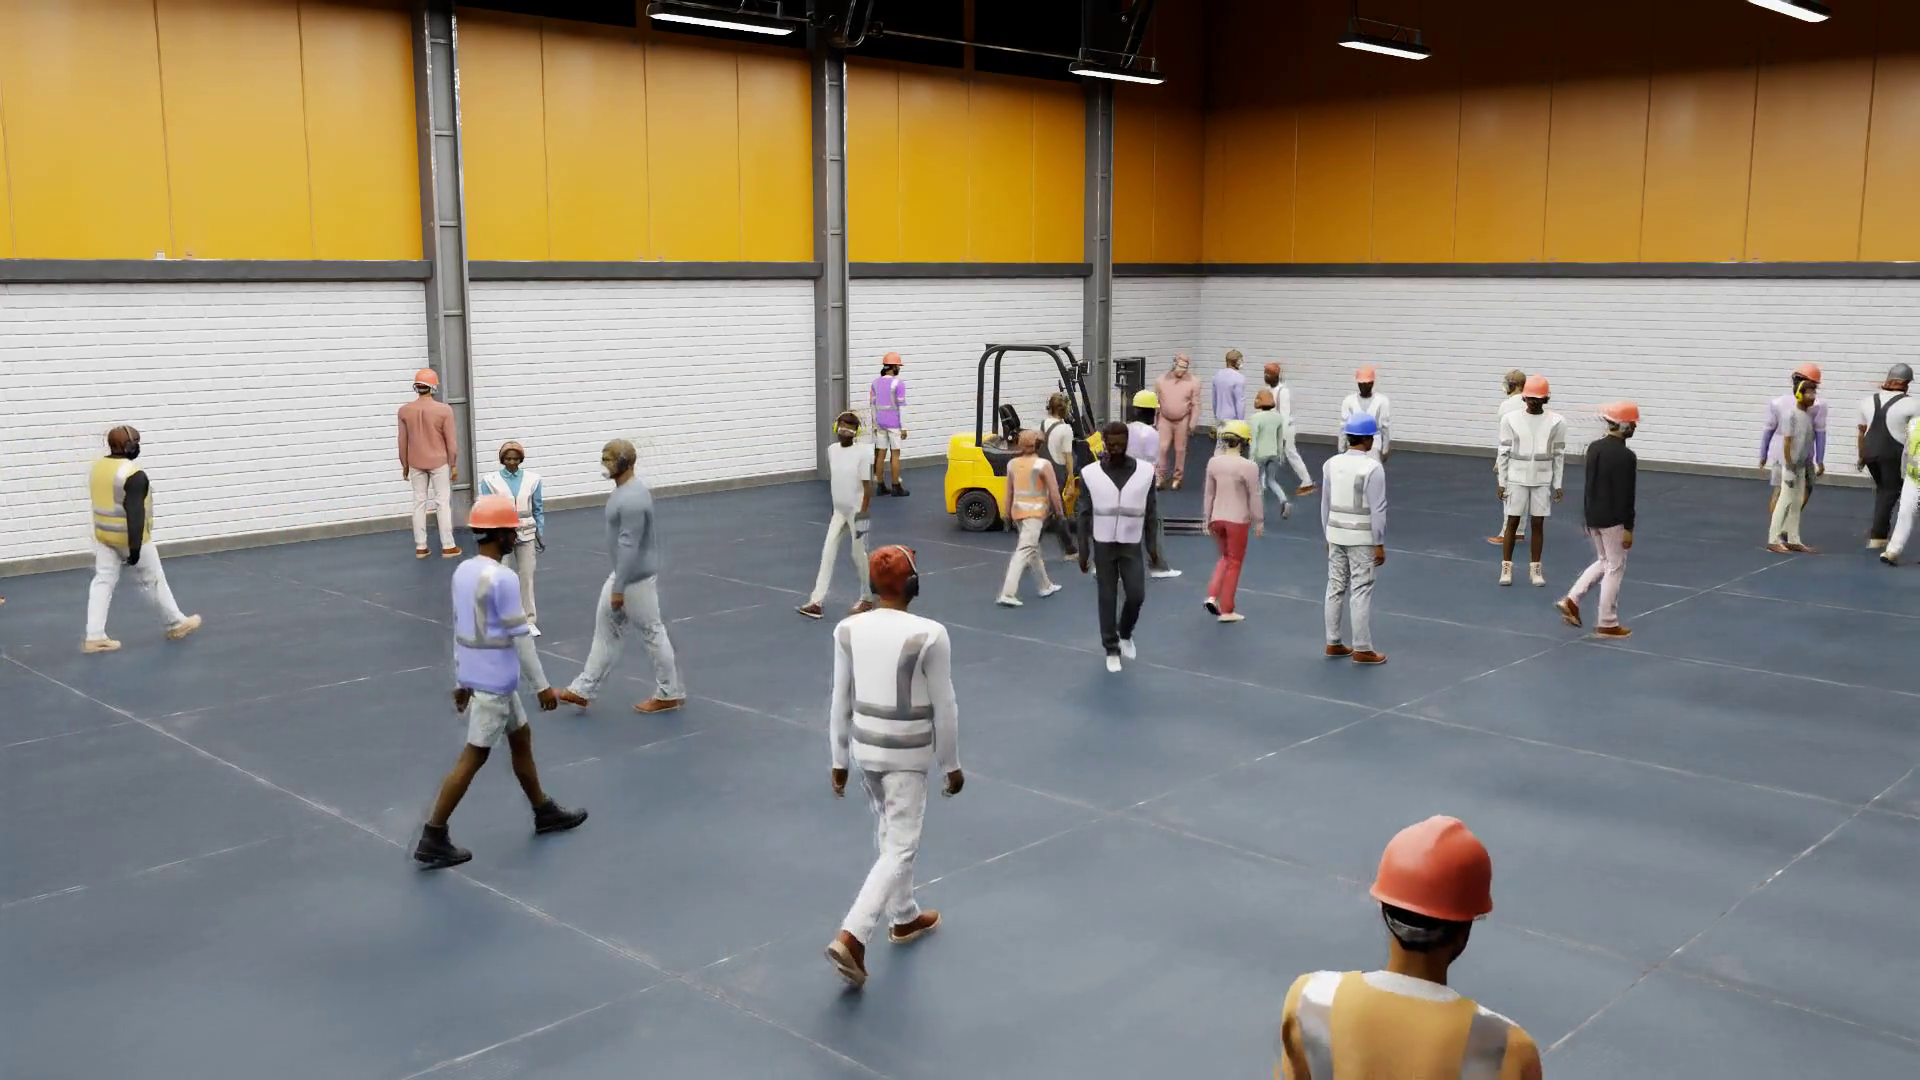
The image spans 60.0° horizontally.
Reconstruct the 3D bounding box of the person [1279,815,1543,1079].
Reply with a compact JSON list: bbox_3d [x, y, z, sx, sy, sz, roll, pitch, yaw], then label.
[{"bbox_3d":[0.957,1.512,3.589,0.556,1.895,0.892,5,10,26],"label":"person"}]

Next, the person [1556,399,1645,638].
[{"bbox_3d":[5.289,-0.167,13.614,0.519,1.981,0.640,-2,9,-11],"label":"person"}]

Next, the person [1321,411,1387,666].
[{"bbox_3d":[3.036,-0.014,12.792,0.399,1.949,0.605,-6,11,-31],"label":"person"}]

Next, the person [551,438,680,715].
[{"bbox_3d":[-2.355,0.271,11.189,0.957,1.896,0.656,-3,10,-19],"label":"person"}]

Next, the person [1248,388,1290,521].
[{"bbox_3d":[3.674,-0.991,19.806,0.502,1.618,0.525,-6,11,-31],"label":"person"}]

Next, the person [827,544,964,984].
[{"bbox_3d":[-0.342,0.952,7.188,0.572,1.854,0.880,7,11,35],"label":"person"}]

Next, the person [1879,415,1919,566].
[{"bbox_3d":[9.767,-0.596,16.858,0.922,1.786,0.685,-5,11,-30],"label":"person"}]

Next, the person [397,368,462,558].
[{"bbox_3d":[-5.575,-0.802,17.482,0.612,1.996,0.389,1,9,3],"label":"person"}]

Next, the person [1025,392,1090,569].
[{"bbox_3d":[0.946,-0.606,16.932,0.989,1.793,0.520,-6,11,-34],"label":"person"}]

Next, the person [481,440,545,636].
[{"bbox_3d":[-3.671,-0.004,13.676,0.514,1.640,0.310,-5,10,-27],"label":"person"}]

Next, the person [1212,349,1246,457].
[{"bbox_3d":[3.698,-1.644,22.830,0.375,1.934,0.628,-5,10,-28],"label":"person"}]

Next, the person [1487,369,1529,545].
[{"bbox_3d":[6.074,-0.904,18.280,0.372,1.940,0.632,9,13,44],"label":"person"}]

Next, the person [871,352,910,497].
[{"bbox_3d":[-0.922,-1.545,22.221,0.549,1.934,0.374,7,11,36],"label":"person"}]

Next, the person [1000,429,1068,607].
[{"bbox_3d":[0.638,-0.206,15.078,0.900,1.586,0.517,-8,13,-42],"label":"person"}]

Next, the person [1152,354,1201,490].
[{"bbox_3d":[2.922,-1.586,22.671,0.665,1.873,0.720,3,10,15],"label":"person"}]

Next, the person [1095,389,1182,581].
[{"bbox_3d":[1.723,-0.524,16.136,0.966,1.886,0.598,-6,11,-31],"label":"person"}]

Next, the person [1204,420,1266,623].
[{"bbox_3d":[2.351,-0.157,14.278,0.381,1.747,0.521,-7,12,-38],"label":"person"}]

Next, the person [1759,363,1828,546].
[{"bbox_3d":[9.076,-0.920,18.136,0.503,2.013,0.741,-9,13,-44],"label":"person"}]

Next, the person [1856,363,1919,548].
[{"bbox_3d":[10.266,-0.941,18.192,0.852,2.000,0.691,-3,10,-20],"label":"person"}]

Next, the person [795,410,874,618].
[{"bbox_3d":[-1.053,-0.207,14.378,0.561,1.818,0.931,8,12,39],"label":"person"}]

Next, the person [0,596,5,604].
[{"bbox_3d":[-9.016,-0.324,14.674,0.811,1.963,0.611,-7,11,-35],"label":"person"}]

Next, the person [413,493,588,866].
[{"bbox_3d":[-2.430,0.706,8.600,1.006,1.891,0.559,-7,11,-36],"label":"person"}]

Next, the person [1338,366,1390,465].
[{"bbox_3d":[4.700,-1.072,19.442,0.567,1.890,0.958,4,10,22],"label":"person"}]

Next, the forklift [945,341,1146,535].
[{"bbox_3d":[0.977,-1.223,19.452,2.313,2.155,1.214,2,9,11],"label":"forklift"}]

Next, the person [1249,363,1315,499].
[{"bbox_3d":[4.295,-1.447,22.044,1.054,1.813,0.585,-4,10,-22],"label":"person"}]

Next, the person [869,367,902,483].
[{"bbox_3d":[-1.029,-1.636,23.539,0.530,1.690,0.321,3,10,15],"label":"person"}]

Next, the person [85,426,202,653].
[{"bbox_3d":[-6.653,-0.025,13.357,0.618,1.789,0.978,4,10,26],"label":"person"}]

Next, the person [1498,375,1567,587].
[{"bbox_3d":[5.450,-0.559,15.882,0.606,2.033,0.403,2,9,12],"label":"person"}]

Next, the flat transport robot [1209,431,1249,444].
[{"bbox_3d":[4.859,-1.833,29.076,0.652,0.197,1.431,-1,9,-6],"label":"flat transport robot"}]

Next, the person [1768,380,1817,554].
[{"bbox_3d":[8.923,-0.774,17.745,0.524,1.862,0.335,-7,12,-38],"label":"person"}]

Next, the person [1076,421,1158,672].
[{"bbox_3d":[1.183,0.046,12.547,0.628,1.902,0.443,0,9,-2],"label":"person"}]
